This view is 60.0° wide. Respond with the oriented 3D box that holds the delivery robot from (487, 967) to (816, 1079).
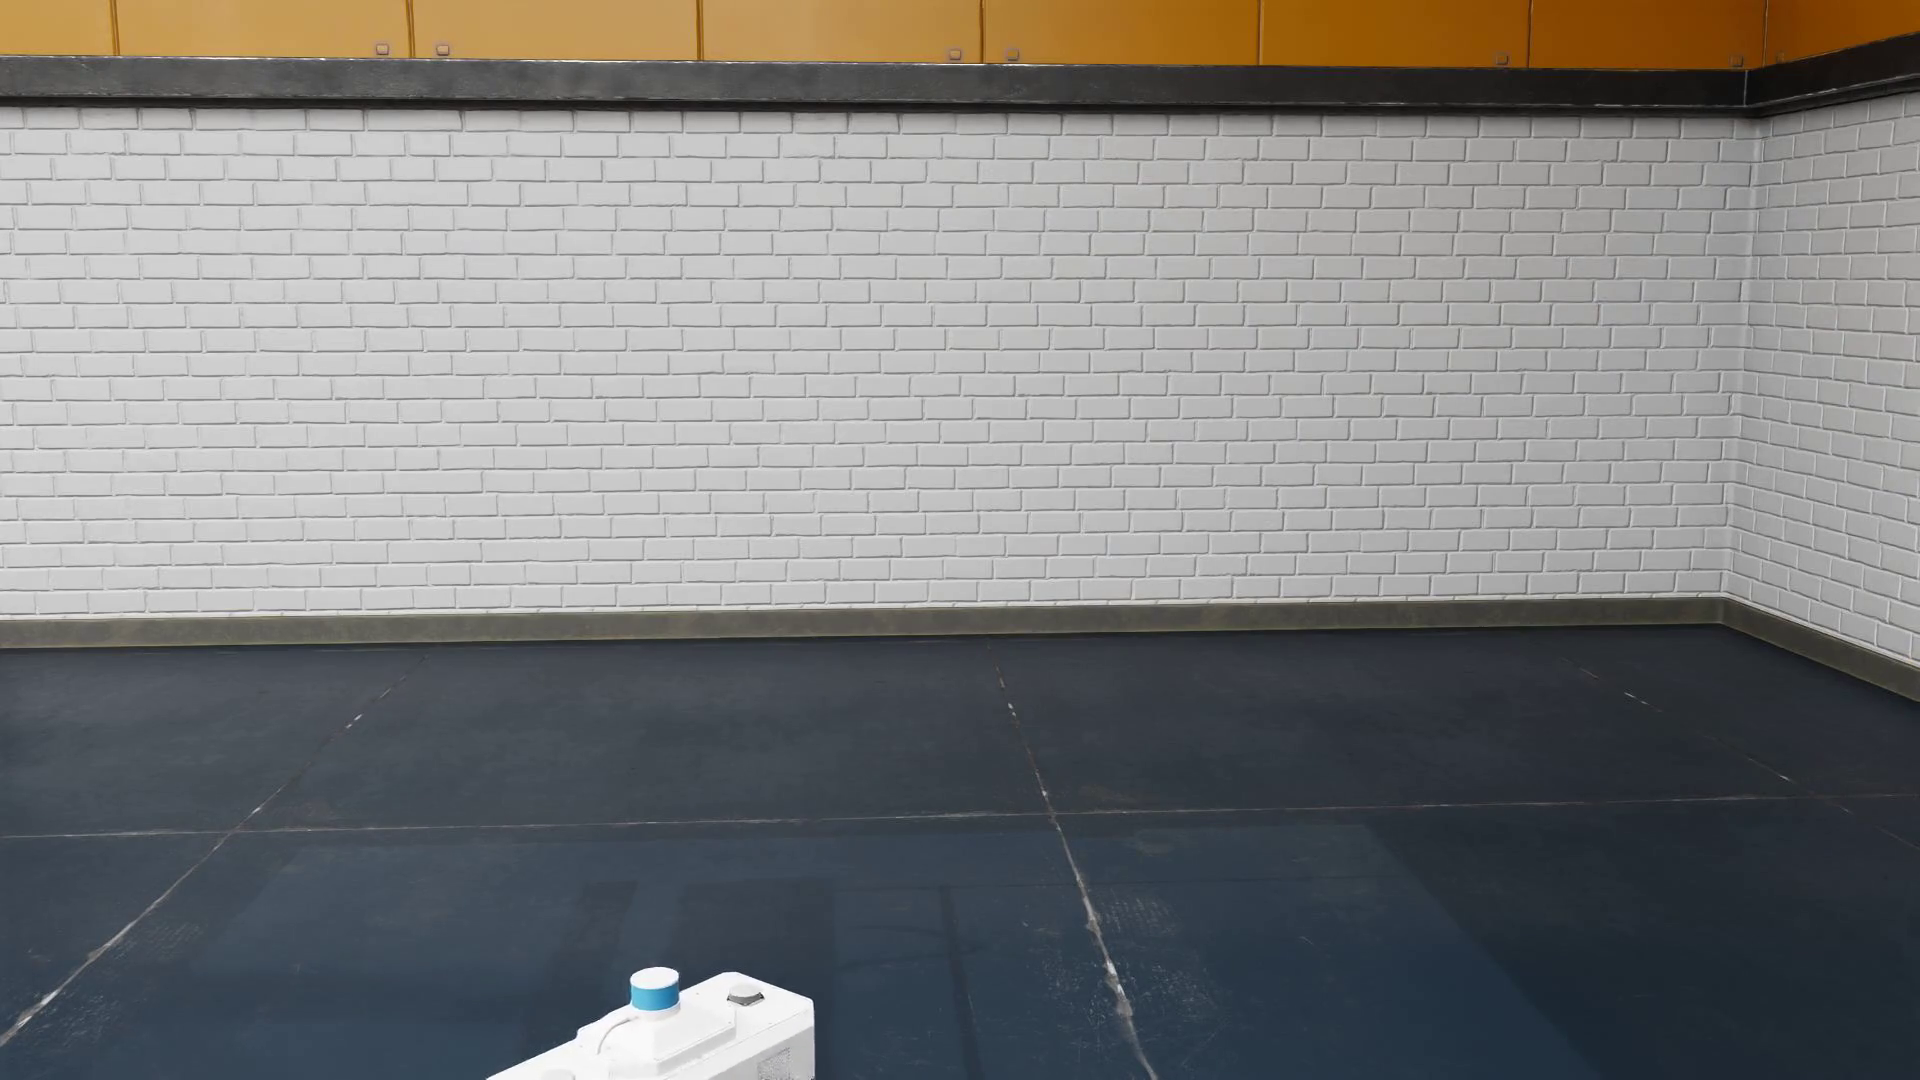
[{"bbox_3d":[-0.638,1.148,3.506,0.477,0.478,0.707,7,12,38],"label":"delivery robot"}]
